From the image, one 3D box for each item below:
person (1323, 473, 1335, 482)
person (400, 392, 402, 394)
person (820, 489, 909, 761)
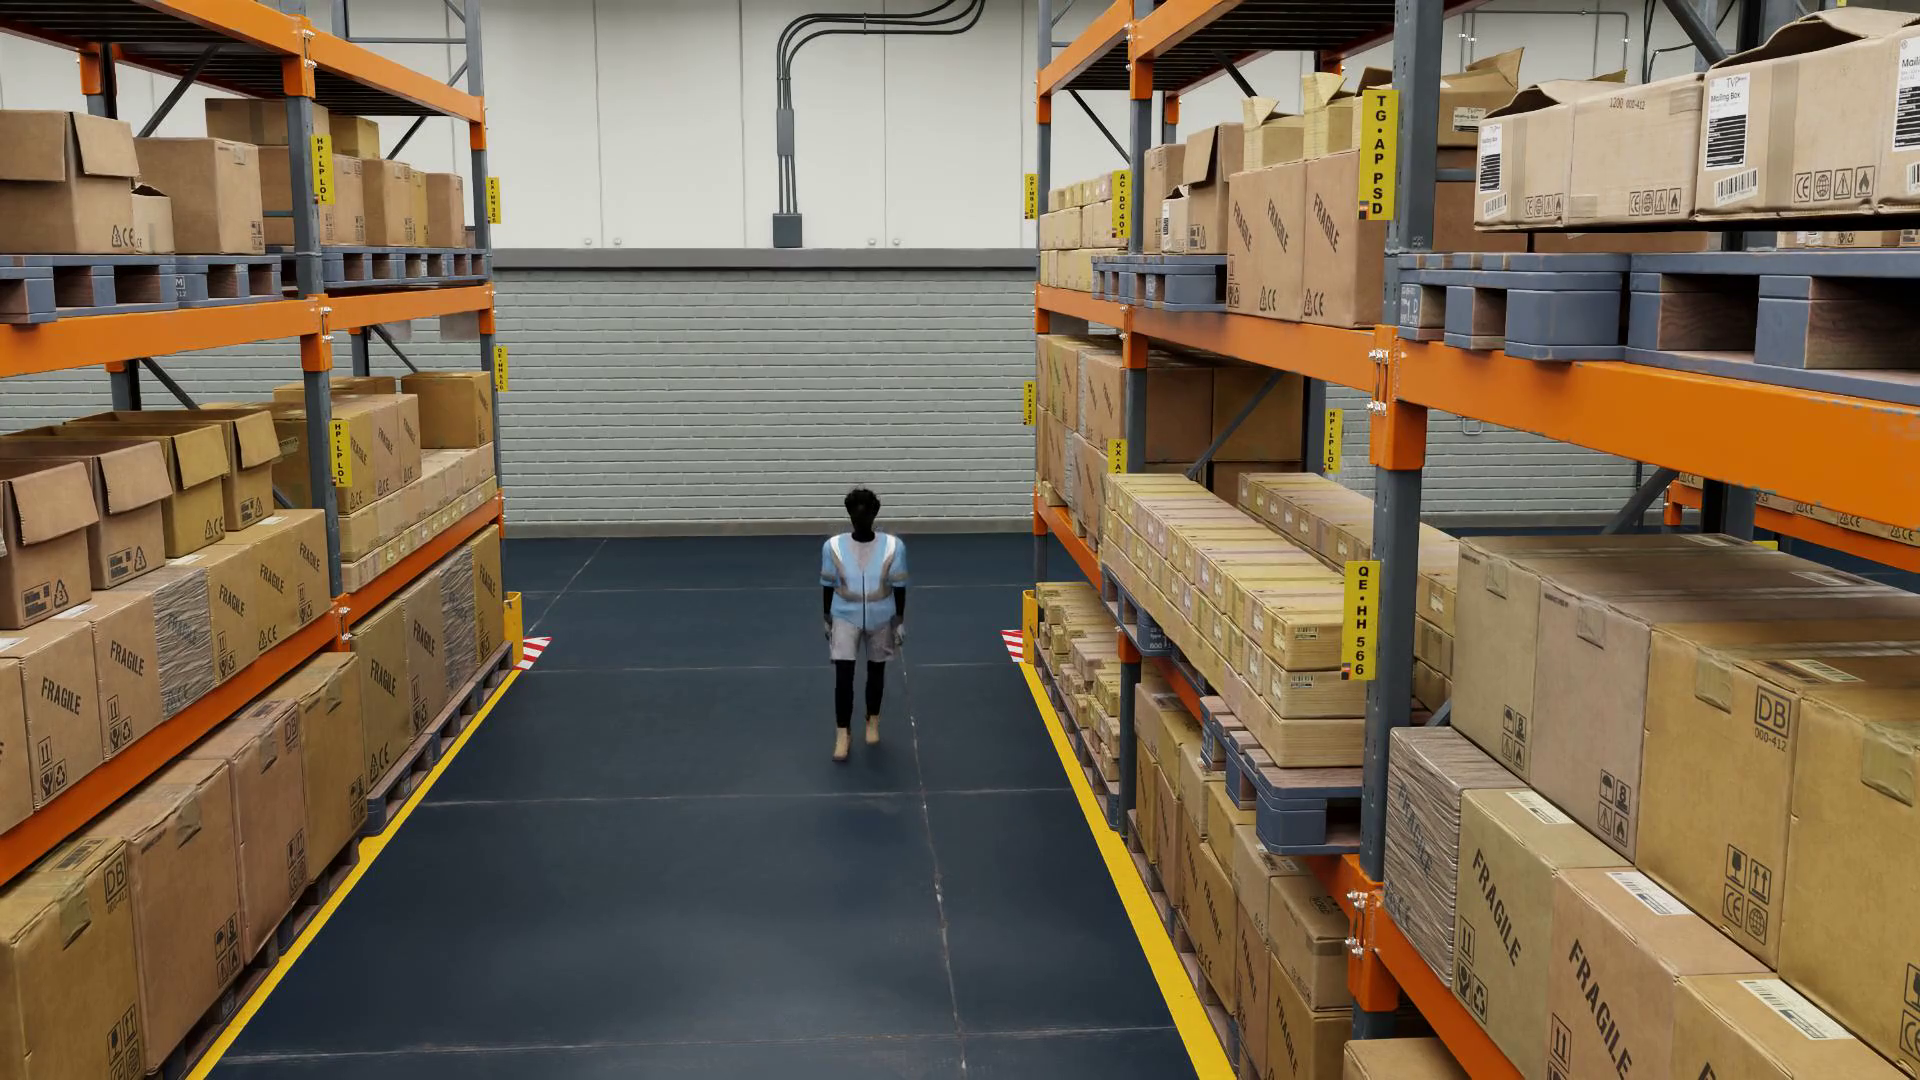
[{"bbox_3d":[2.789,-0.060,12.923,0.938,1.835,0.522,1,10,6],"label":"person"},{"bbox_3d":[-4.618,-0.317,14.241,0.576,1.937,0.449,0,10,2],"label":"person"},{"bbox_3d":[-0.576,0.501,10.119,0.540,1.645,0.744,-1,10,-5],"label":"person"}]
